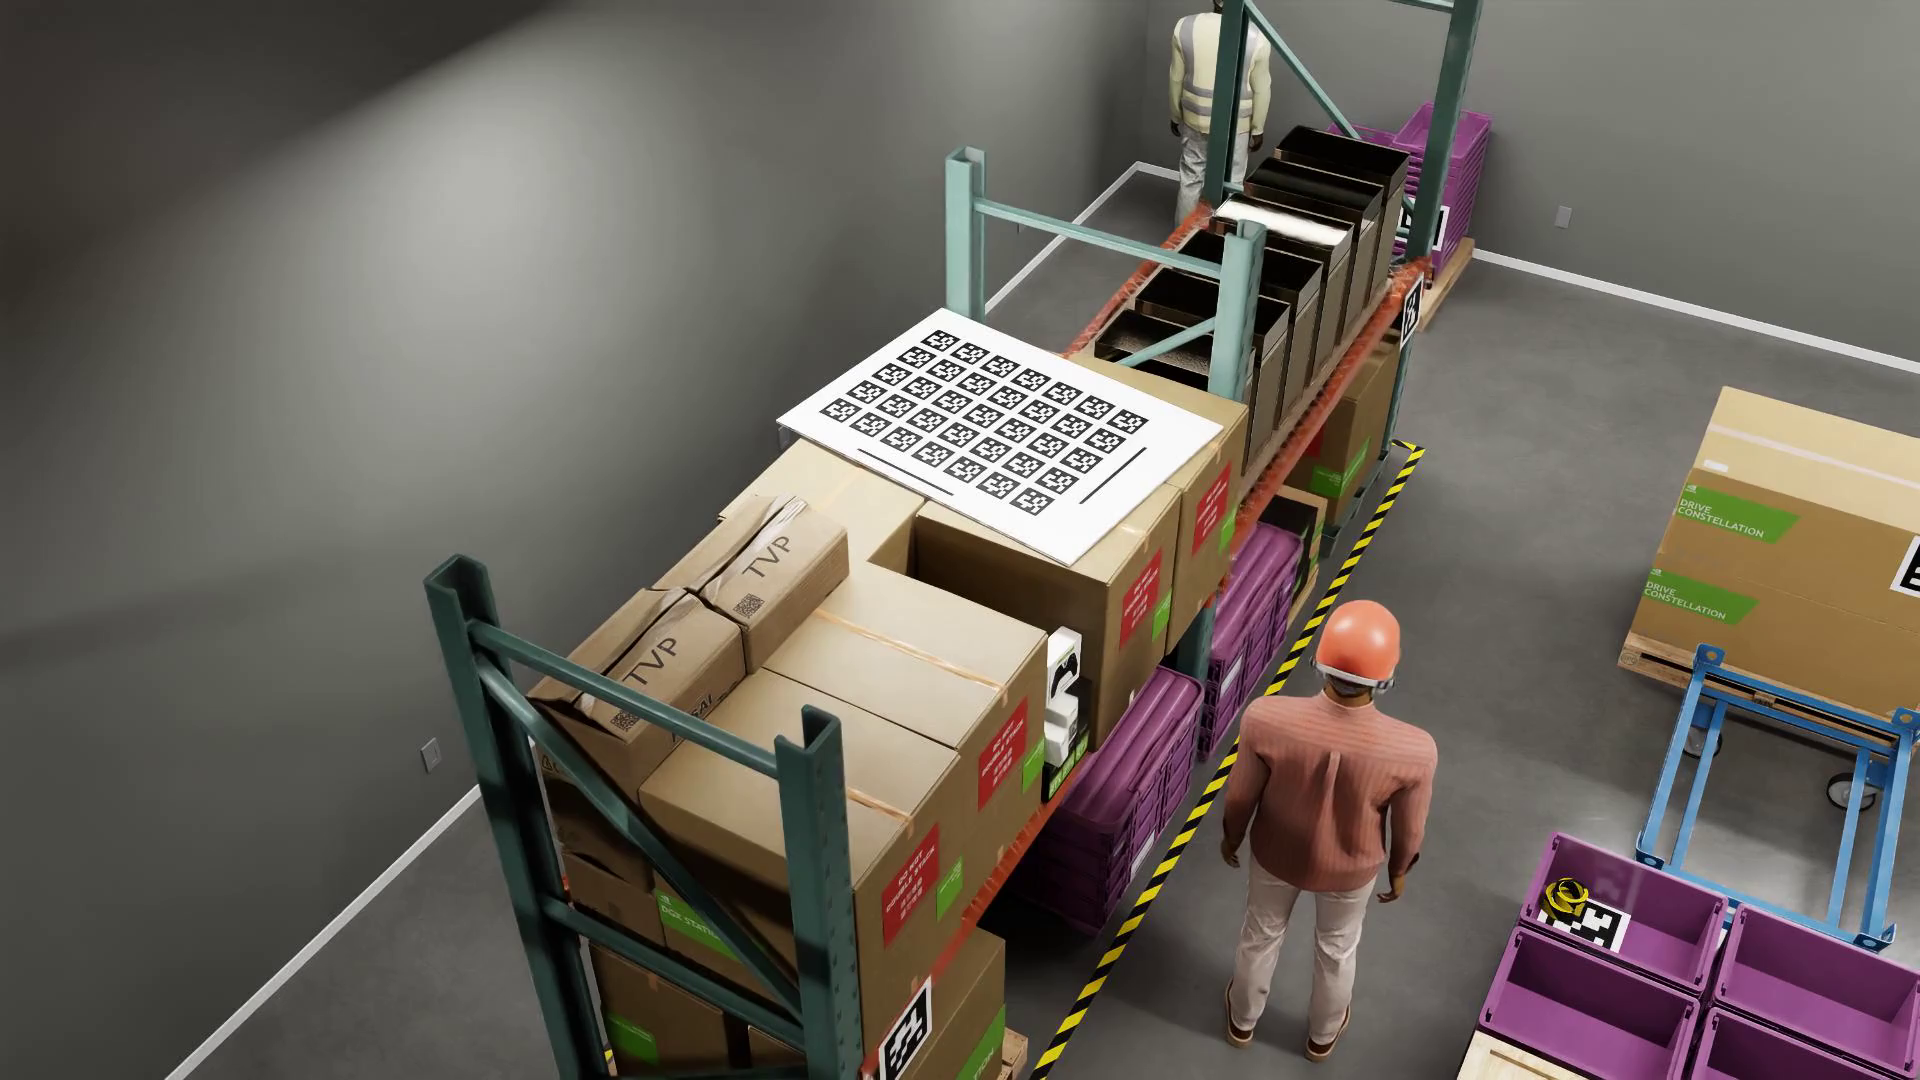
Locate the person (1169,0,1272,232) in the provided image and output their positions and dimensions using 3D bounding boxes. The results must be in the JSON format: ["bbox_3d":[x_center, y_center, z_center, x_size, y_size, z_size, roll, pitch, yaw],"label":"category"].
[{"bbox_3d":[1.490,-2.448,9.594,0.587,1.835,0.403,16,42,18],"label":"person"}]

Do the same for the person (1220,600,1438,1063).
[{"bbox_3d":[1.156,0.982,5.384,0.626,1.991,0.389,10,41,12],"label":"person"}]
